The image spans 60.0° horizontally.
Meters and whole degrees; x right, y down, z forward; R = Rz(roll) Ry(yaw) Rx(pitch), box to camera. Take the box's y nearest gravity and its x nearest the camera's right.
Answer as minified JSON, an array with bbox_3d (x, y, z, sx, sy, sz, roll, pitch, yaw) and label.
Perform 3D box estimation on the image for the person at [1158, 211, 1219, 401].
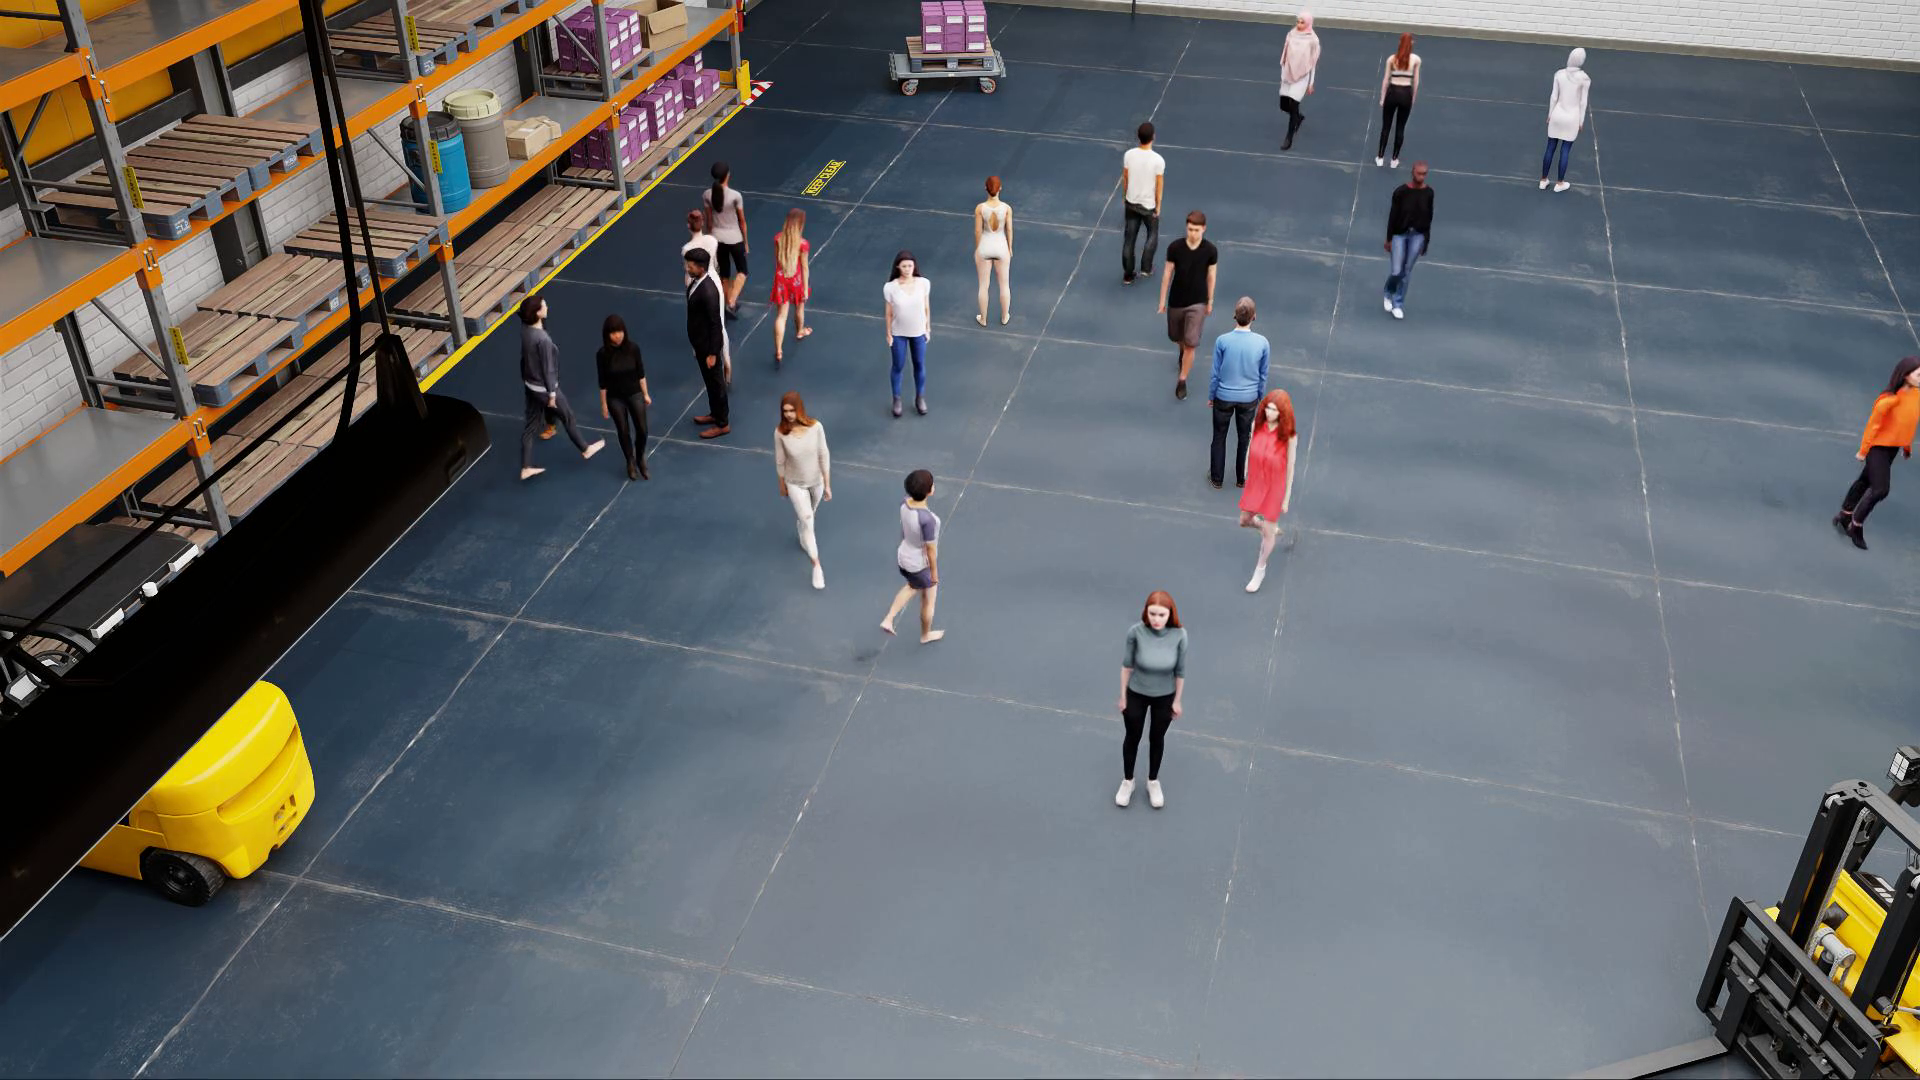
[{"bbox_3d":[2.243,-2.366,16.270,0.661,1.835,1.117,8,34,12],"label":"person"}]

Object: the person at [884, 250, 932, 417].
[{"bbox_3d":[-0.491,-1.961,15.799,0.674,1.682,0.686,-8,35,-12],"label":"person"}]

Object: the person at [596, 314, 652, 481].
[{"bbox_3d":[-3.009,-1.307,14.862,0.705,1.630,0.734,-11,35,-16],"label":"person"}]

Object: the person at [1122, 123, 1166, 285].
[{"bbox_3d":[1.951,-3.659,18.260,0.684,1.786,0.728,13,36,18],"label":"person"}]

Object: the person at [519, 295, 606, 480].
[{"bbox_3d":[-3.784,-1.320,14.799,0.952,1.721,1.177,27,42,34],"label":"person"}]

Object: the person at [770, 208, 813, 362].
[{"bbox_3d":[-1.736,-2.540,16.797,0.699,1.541,1.078,11,35,15],"label":"person"}]

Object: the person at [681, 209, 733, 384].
[{"bbox_3d":[-2.444,-2.358,16.335,1.021,1.750,1.099,-18,37,-24],"label":"person"}]

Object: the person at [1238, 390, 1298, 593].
[{"bbox_3d":[2.515,-0.436,13.383,0.782,1.816,0.918,24,40,31],"label":"person"}]

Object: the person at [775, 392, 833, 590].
[{"bbox_3d":[-1.277,-0.524,13.644,0.983,1.675,1.207,-10,35,-14],"label":"person"}]

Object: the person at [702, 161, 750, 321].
[{"bbox_3d":[-2.470,-3.089,17.447,0.611,1.737,0.811,8,34,11],"label":"person"}]

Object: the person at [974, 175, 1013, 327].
[{"bbox_3d":[0.342,-3.032,17.446,0.613,1.643,0.586,-4,34,-6],"label":"person"}]

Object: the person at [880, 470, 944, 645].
[{"bbox_3d":[-0.373,0.167,12.714,0.861,1.553,0.792,-20,39,-28],"label":"person"}]

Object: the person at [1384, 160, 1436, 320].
[{"bbox_3d":[4.721,-3.231,17.655,0.689,1.742,0.711,-1,34,-2],"label":"person"}]

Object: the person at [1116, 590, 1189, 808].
[{"bbox_3d":[1.284,1.063,11.195,0.609,1.742,0.580,3,34,5],"label":"person"}]

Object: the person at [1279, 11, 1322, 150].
[{"bbox_3d":[4.457,-6.062,21.871,0.802,1.790,0.956,21,39,28],"label":"person"}]

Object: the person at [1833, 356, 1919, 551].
[{"bbox_3d":[7.680,-0.797,13.999,0.756,1.737,0.819,-20,39,-28],"label":"person"}]

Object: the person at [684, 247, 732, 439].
[{"bbox_3d":[-2.331,-1.854,15.457,0.831,1.882,0.712,-11,35,-16],"label":"person"}]

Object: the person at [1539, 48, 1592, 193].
[{"bbox_3d":[7.490,-5.203,20.591,0.681,1.776,0.659,24,40,31],"label":"person"}]

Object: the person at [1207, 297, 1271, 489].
[{"bbox_3d":[2.437,-1.295,14.675,0.708,1.818,0.636,1,34,2],"label":"person"}]

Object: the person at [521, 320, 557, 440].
[{"bbox_3d":[-3.904,-1.556,15.611,0.545,1.216,0.635,14,36,20],"label":"person"}]

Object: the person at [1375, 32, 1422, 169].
[{"bbox_3d":[5.612,-5.611,21.233,0.589,1.745,0.550,8,34,11],"label":"person"}]
